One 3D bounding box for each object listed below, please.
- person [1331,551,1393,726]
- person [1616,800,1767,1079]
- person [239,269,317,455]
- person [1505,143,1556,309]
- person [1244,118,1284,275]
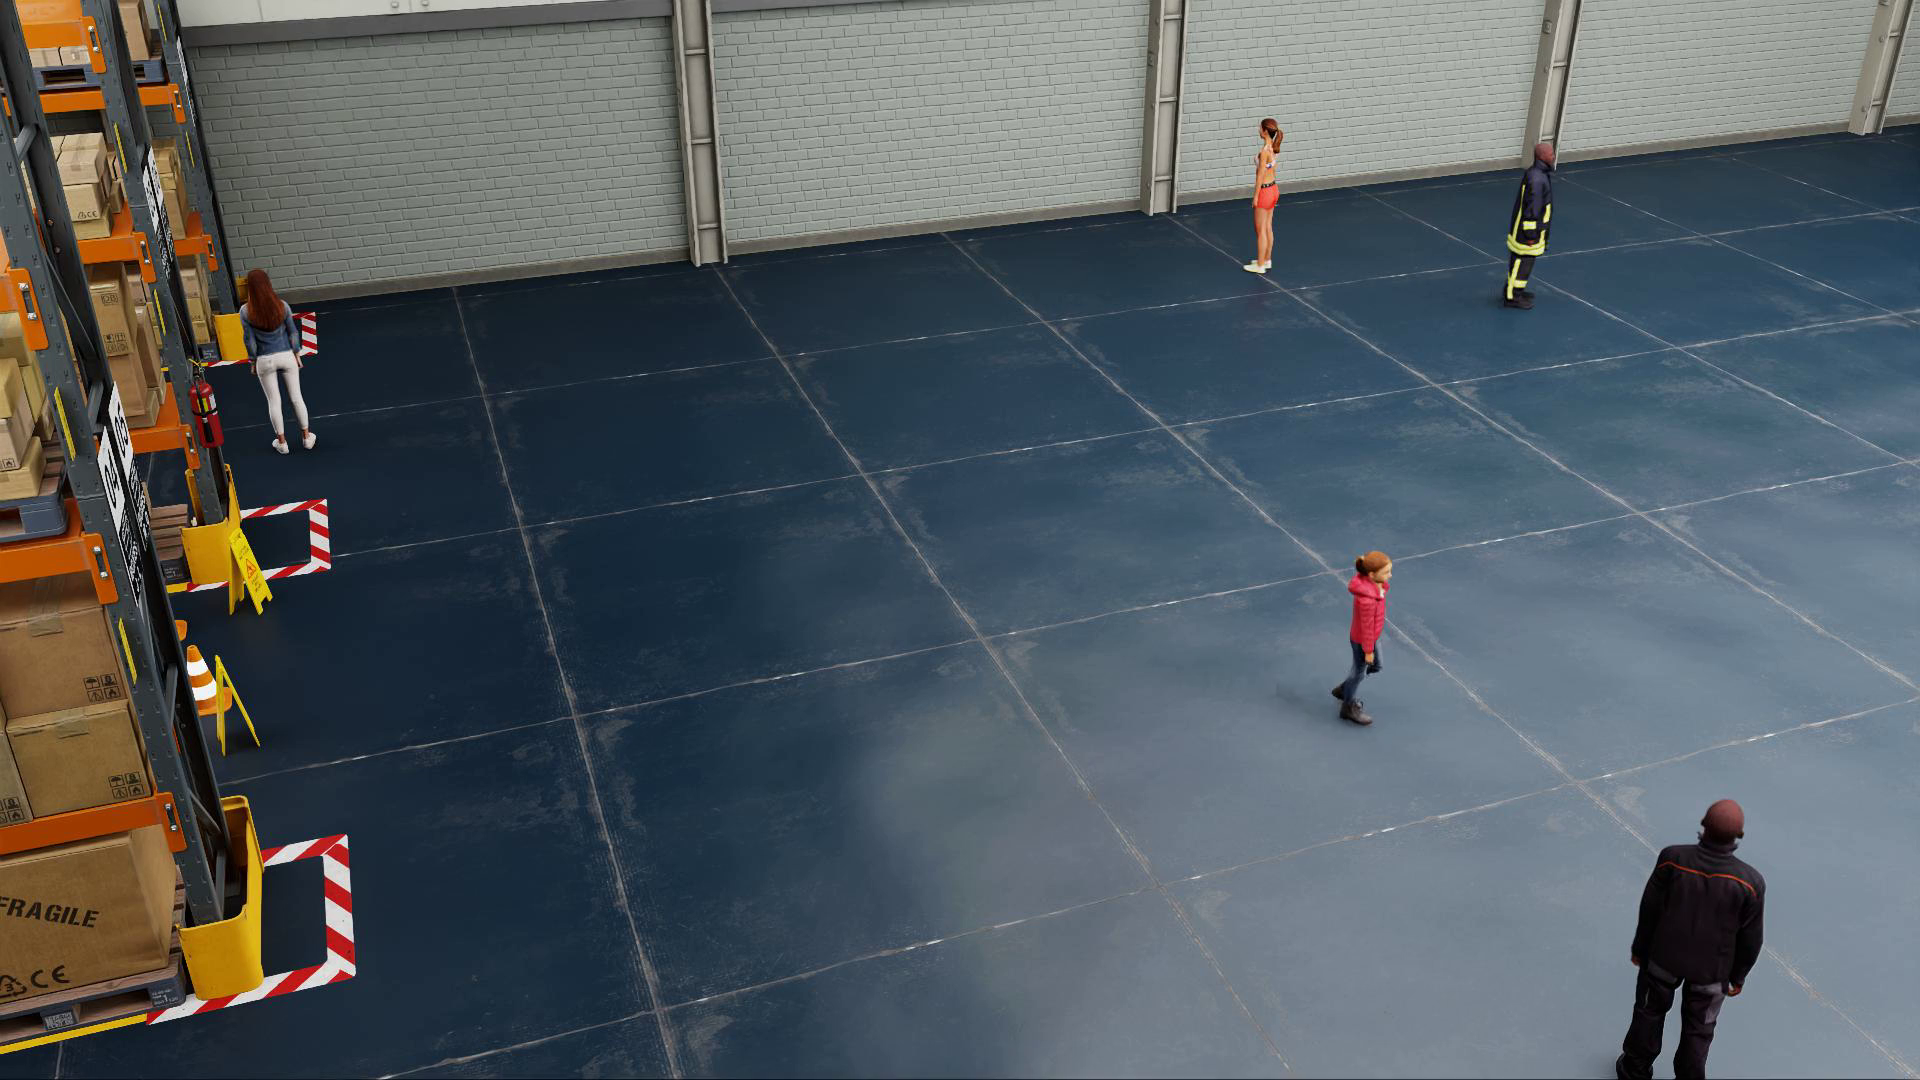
[{"bbox_3d":[2.652,0.645,11.158,0.686,1.308,0.621,15,32,26],"label":"person"},{"bbox_3d":[3.522,2.014,8.038,0.798,1.824,0.840,15,31,25],"label":"person"},{"bbox_3d":[-6.156,-1.603,14.962,0.489,1.699,0.704,-14,31,-24],"label":"person"},{"bbox_3d":[6.297,-3.498,18.390,0.900,1.821,0.857,9,29,17],"label":"person"},{"bbox_3d":[3.569,-4.012,19.394,0.713,1.786,0.632,17,32,29],"label":"person"}]
